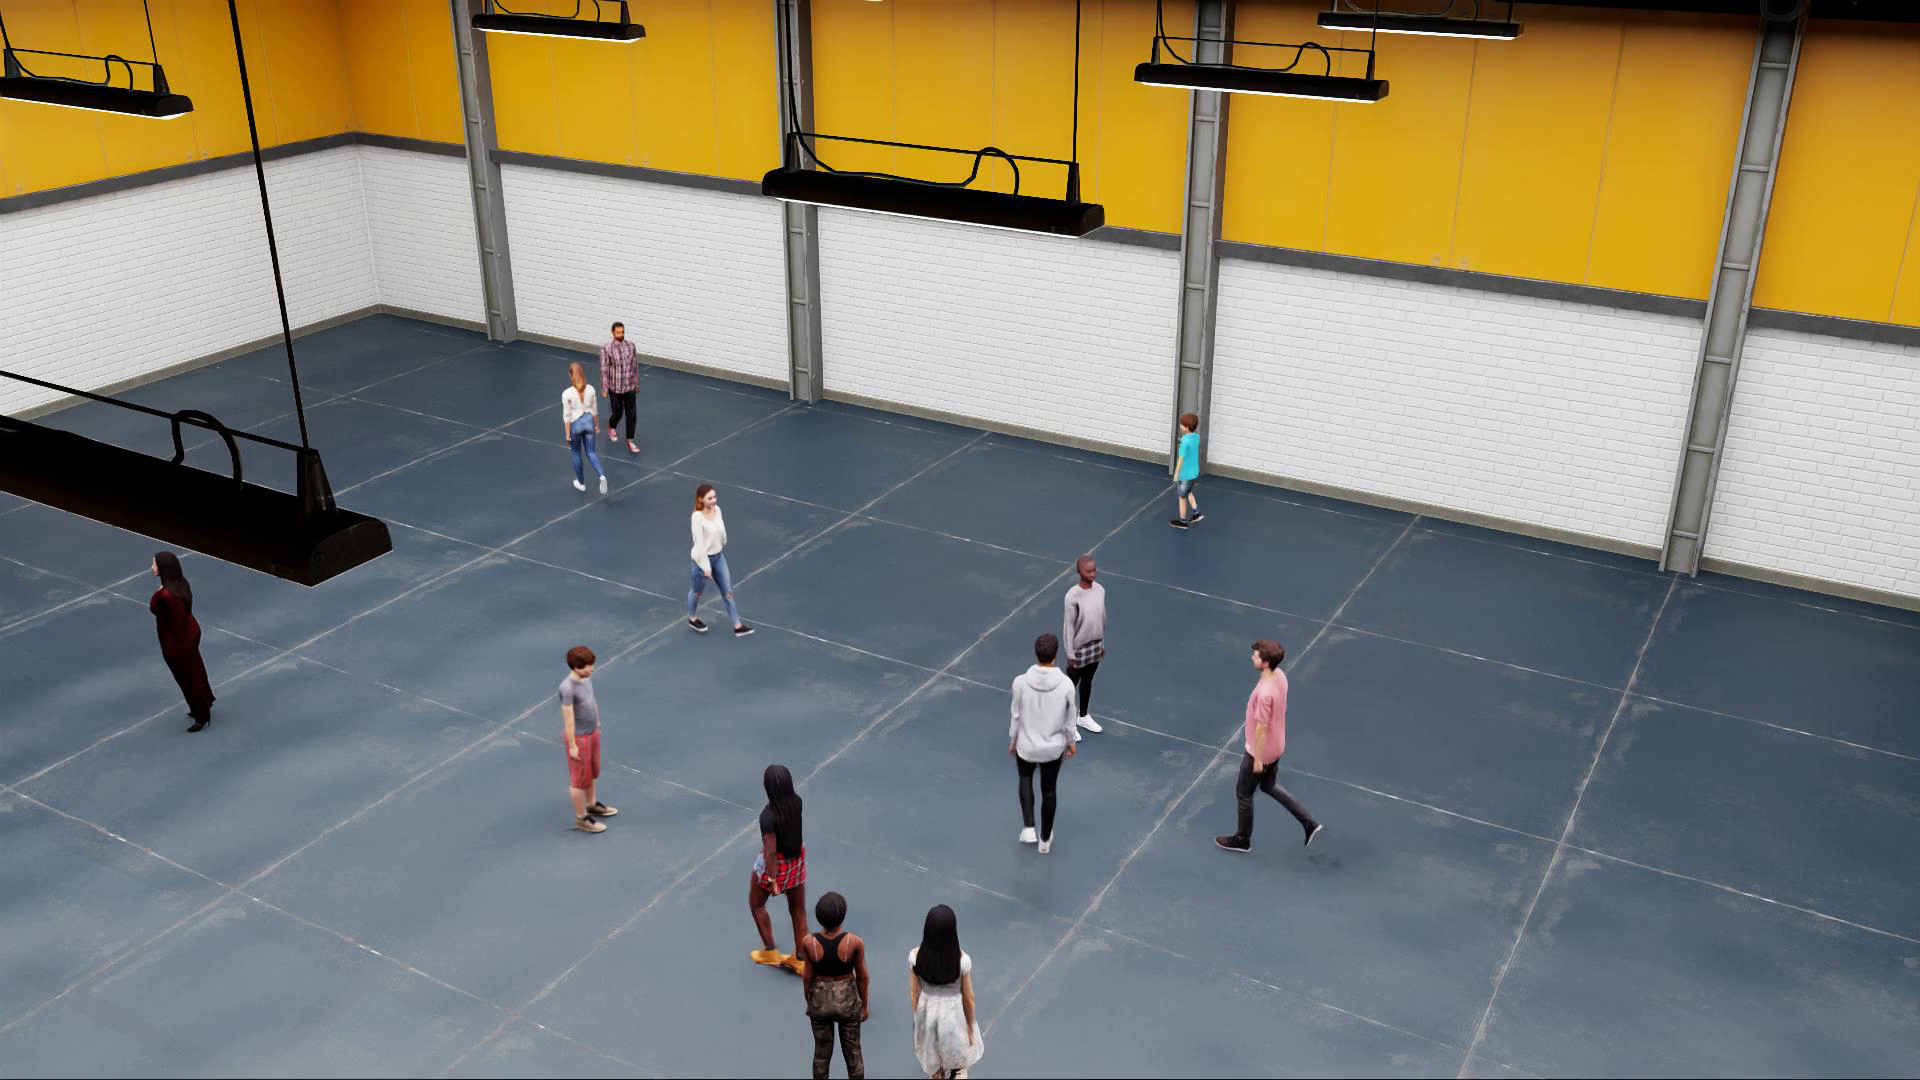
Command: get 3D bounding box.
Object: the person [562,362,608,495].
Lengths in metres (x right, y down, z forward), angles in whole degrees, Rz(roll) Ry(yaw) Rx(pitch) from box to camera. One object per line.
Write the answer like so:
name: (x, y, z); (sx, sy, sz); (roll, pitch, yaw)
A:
person: (-4.631, -1.344, 20.541); (0.867, 1.702, 1.080); (-17, 29, -34)

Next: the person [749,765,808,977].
person: (-1.203, 2.408, 11.954); (0.697, 1.707, 0.622); (16, 28, 32)

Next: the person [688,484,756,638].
person: (-2.652, 0.219, 17.033); (1.091, 1.649, 0.706); (17, 29, 34)

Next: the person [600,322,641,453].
person: (-4.526, -2.054, 22.114); (0.937, 1.744, 1.056); (-15, 28, -30)

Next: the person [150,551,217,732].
person: (-7.165, 0.911, 15.316); (0.831, 1.757, 0.746); (-9, 25, -20)

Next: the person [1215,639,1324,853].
person: (2.522, 1.690, 13.309); (1.071, 1.937, 0.671); (11, 26, 24)

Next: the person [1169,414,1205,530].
person: (2.741, -0.804, 19.629); (0.635, 1.445, 0.572); (17, 29, 33)

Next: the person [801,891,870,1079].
person: (-0.800, 2.980, 10.654); (0.615, 1.700, 0.720); (1, 24, 1)

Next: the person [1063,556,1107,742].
person: (1.117, 0.957, 15.191); (0.688, 1.771, 0.673); (-17, 29, -33)

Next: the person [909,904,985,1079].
person: (-0.131, 3.095, 10.317); (0.880, 1.758, 0.855); (5, 24, 10)

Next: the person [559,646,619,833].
person: (-3.155, 1.629, 13.807); (0.623, 1.649, 0.630); (7, 25, 16)

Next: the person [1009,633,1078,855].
person: (0.651, 1.688, 13.344); (0.802, 1.913, 0.897); (1, 24, 2)
